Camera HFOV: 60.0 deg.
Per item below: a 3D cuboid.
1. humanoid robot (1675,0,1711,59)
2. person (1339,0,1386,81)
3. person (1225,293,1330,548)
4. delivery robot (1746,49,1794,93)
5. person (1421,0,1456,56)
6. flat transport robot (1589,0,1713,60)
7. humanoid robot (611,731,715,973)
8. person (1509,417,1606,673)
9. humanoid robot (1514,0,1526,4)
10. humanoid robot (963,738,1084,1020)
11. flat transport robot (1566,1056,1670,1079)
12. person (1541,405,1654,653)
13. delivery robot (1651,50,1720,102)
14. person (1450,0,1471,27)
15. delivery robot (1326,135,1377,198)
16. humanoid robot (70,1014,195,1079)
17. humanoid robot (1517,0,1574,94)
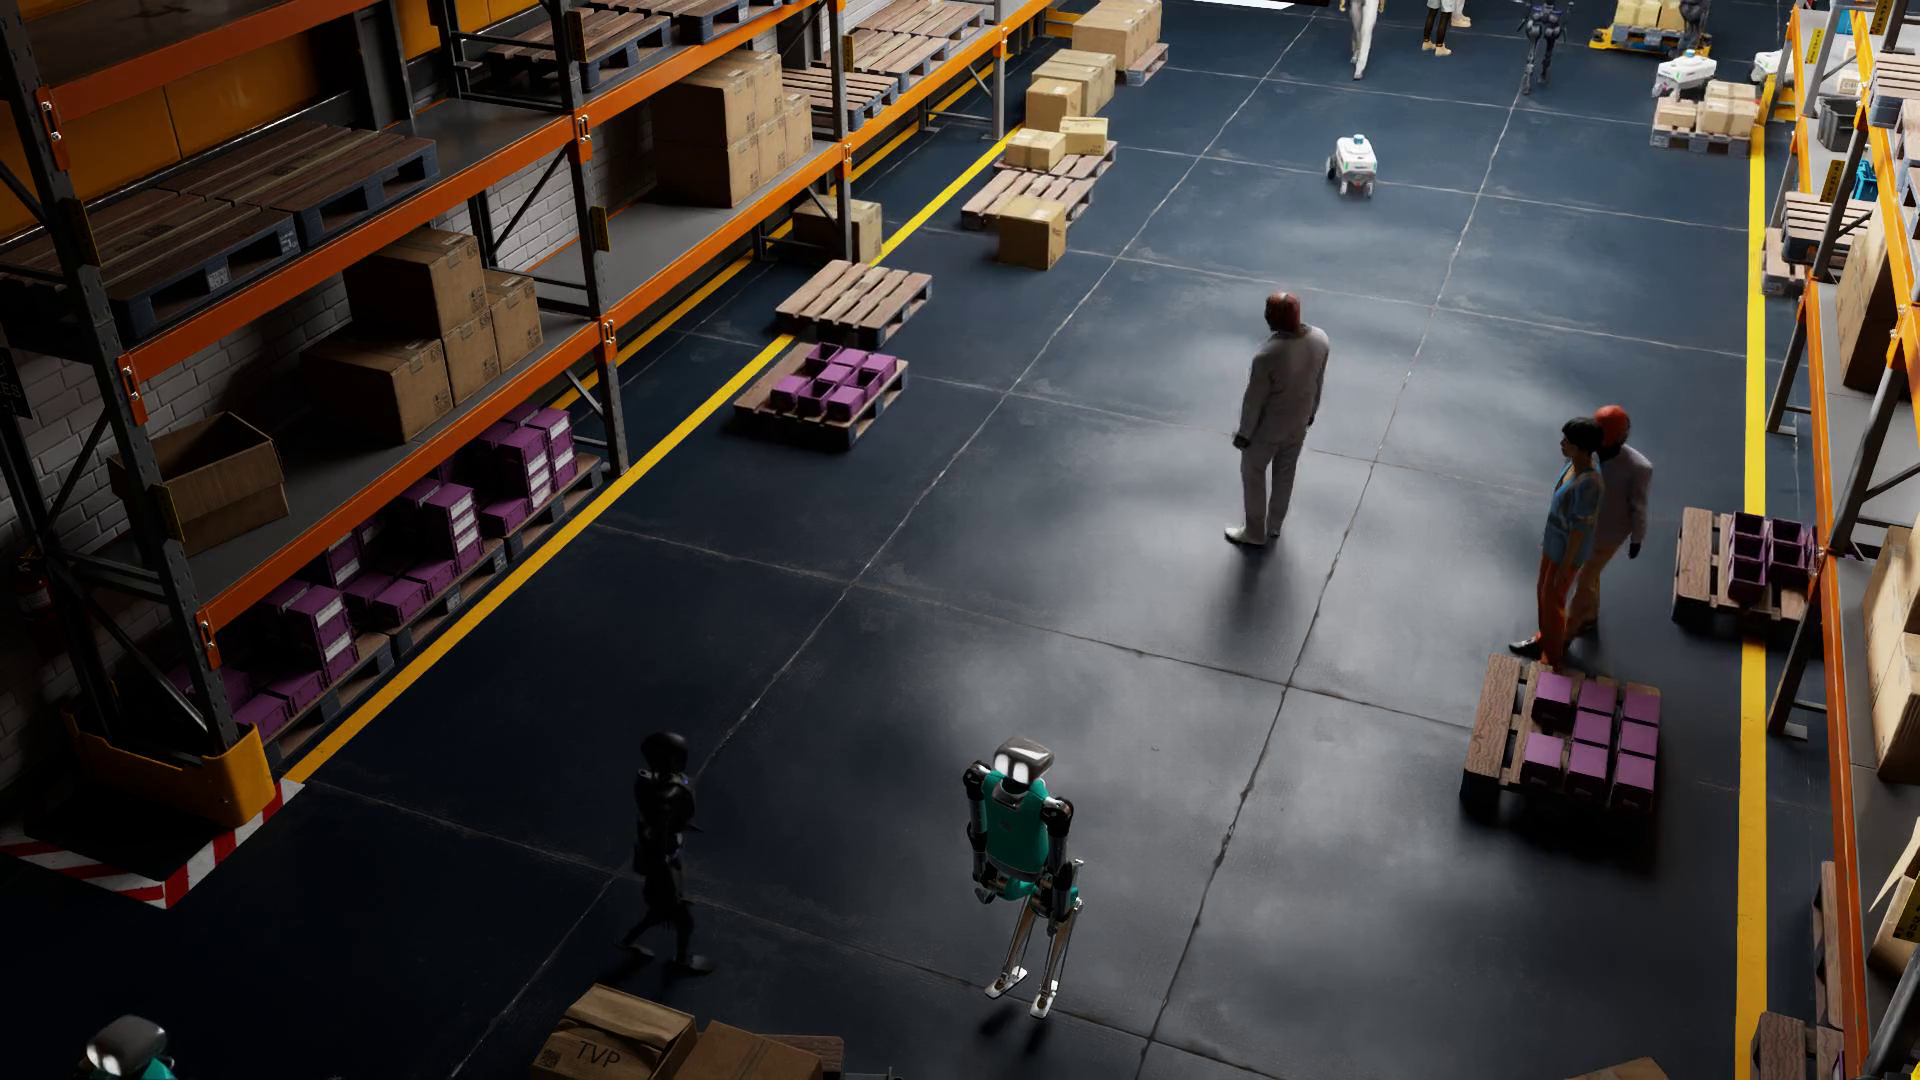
[{"bbox_3d":[9.104,-6.628,20.557,0.356,1.654,0.612,-2,33,-3],"label":"humanoid robot"},{"bbox_3d":[5.003,-6.719,20.540,0.536,1.846,1.012,11,35,17],"label":"person"},{"bbox_3d":[2.173,-0.821,11.375,0.687,1.892,0.410,-17,37,-24],"label":"person"},{"bbox_3d":[10.027,-5.723,20.173,0.757,0.580,0.499,0,33,-1],"label":"delivery robot"},{"bbox_3d":[6.180,-7.037,21.173,0.320,1.690,0.532,-16,36,-23],"label":"person"},{"bbox_3d":[8.983,-6.485,21.628,1.431,0.231,0.659,14,36,21],"label":"flat transport robot"},{"bbox_3d":[-1.494,1.506,7.982,0.548,1.625,0.630,0,33,0],"label":"humanoid robot"},{"bbox_3d":[3.676,0.049,10.147,0.326,1.756,0.505,6,33,9],"label":"person"},{"bbox_3d":[7.655,-8.392,23.263,0.823,1.794,0.579,10,34,15],"label":"humanoid robot"},{"bbox_3d":[0.385,1.501,7.789,0.533,1.681,0.735,20,38,28],"label":"humanoid robot"},{"bbox_3d":[2.387,3.042,6.883,0.659,0.231,1.431,-10,34,-15],"label":"flat transport robot"},{"bbox_3d":[3.904,-0.072,10.361,0.720,1.713,0.577,-20,38,-28],"label":"person"},{"bbox_3d":[8.716,-5.583,19.960,0.773,0.586,0.499,-17,37,-24],"label":"delivery robot"},{"bbox_3d":[6.843,-7.787,22.263,0.323,1.771,0.472,10,34,15],"label":"person"},{"bbox_3d":[4.146,-3.951,17.454,0.499,0.606,0.796,2,33,3],"label":"delivery robot"},{"bbox_3d":[-2.898,2.389,6.572,0.555,1.751,1.035,10,34,15],"label":"humanoid robot"},{"bbox_3d":[7.028,-6.236,19.991,0.603,1.629,0.786,14,35,20],"label":"humanoid robot"}]
